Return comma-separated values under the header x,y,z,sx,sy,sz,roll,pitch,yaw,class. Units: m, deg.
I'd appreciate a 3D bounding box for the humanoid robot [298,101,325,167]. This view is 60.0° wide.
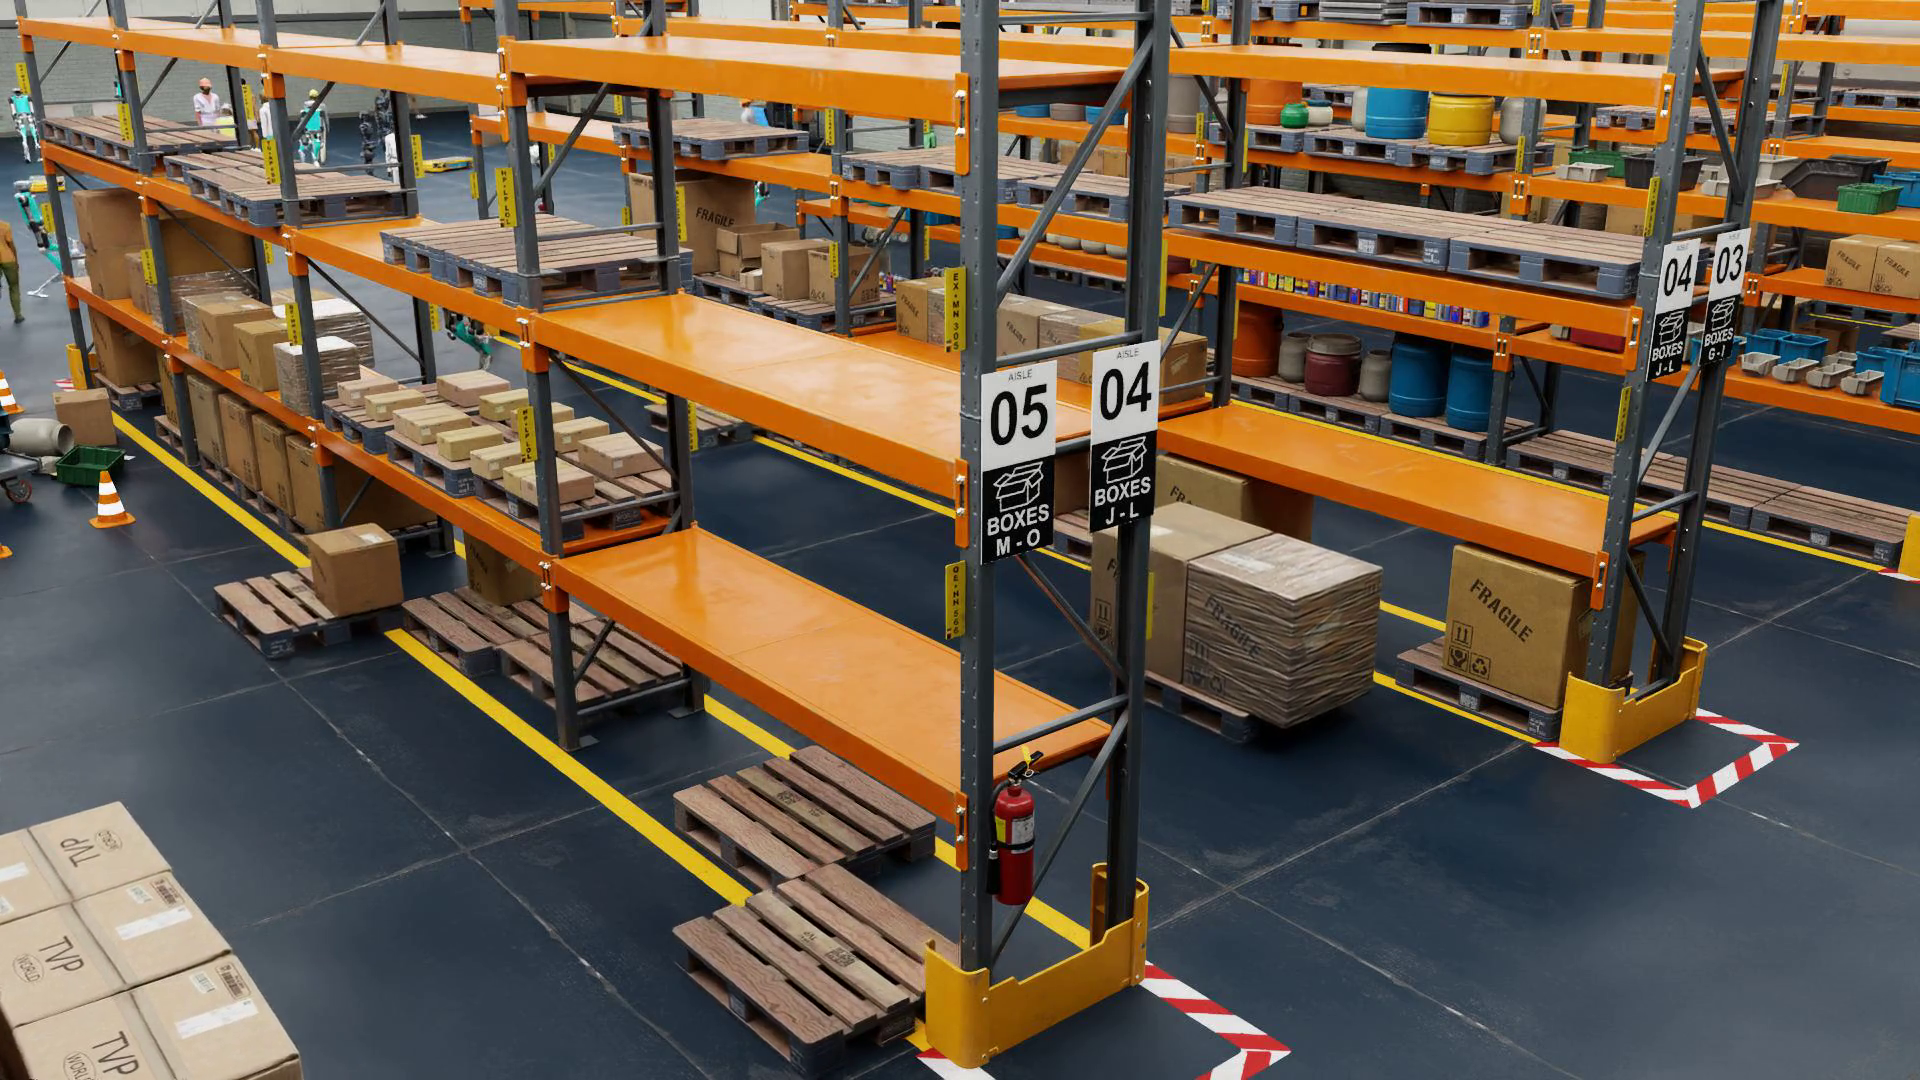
x,y,z,sx,sy,sz,roll,pitch,yaw,class
-14.591,-8.930,37.216,1.007,1.771,0.532,15,24,36,humanoid robot

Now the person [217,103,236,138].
x,y,z,sx,sy,sz,roll,pitch,yaw,class
-15.179,-8.193,34.857,0.516,1.860,0.871,2,19,5,person

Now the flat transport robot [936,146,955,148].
x,y,z,sx,sy,sz,roll,pitch,yaw,class
-0.391,-7.427,35.074,0.659,0.231,1.431,-8,21,-22,flat transport robot

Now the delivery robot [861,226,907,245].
x,y,z,sx,sy,sz,roll,pitch,yaw,class
-1.304,-5.417,28.948,0.816,0.612,0.499,-16,25,-38,delivery robot

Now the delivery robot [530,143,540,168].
x,y,z,sx,sy,sz,roll,pitch,yaw,class
-10.064,-9.150,39.545,0.499,0.594,0.778,7,21,20,delivery robot

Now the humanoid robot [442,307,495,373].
x,y,z,sx,sy,sz,roll,pitch,yaw,class
-5.397,-2.409,18.571,0.598,1.773,0.866,10,22,26,humanoid robot

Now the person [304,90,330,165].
x,y,z,sx,sy,sz,roll,pitch,yaw,class
-15.453,-9.934,40.000,0.550,1.718,0.888,-8,21,-21,person

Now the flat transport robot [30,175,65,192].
x,y,z,sx,sy,sz,roll,pitch,yaw,class
-19.643,-7.682,35.798,0.659,0.231,1.431,-10,22,-26,flat transport robot

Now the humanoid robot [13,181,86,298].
x,y,z,sx,sy,sz,roll,pitch,yaw,class
-13.090,-4.349,24.129,0.984,1.728,0.557,-8,21,-21,humanoid robot

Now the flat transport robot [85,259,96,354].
x,y,z,sx,sy,sz,roll,pitch,yaw,class
-9.937,-2.330,20.566,1.431,0.231,0.659,-12,22,-30,flat transport robot

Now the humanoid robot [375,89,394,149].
x,y,z,sx,sy,sz,roll,pitch,yaw,class
-14.649,-10.802,42.554,0.613,1.641,0.388,-3,20,-8,humanoid robot

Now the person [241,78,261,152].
x,y,z,sx,sy,sz,roll,pitch,yaw,class
-18.078,-10.769,42.217,0.794,1.842,0.413,7,21,20,person

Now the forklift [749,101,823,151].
x,y,z,sx,sy,sz,roll,pitch,yaw,class
-4.526,-11.368,42.374,1.129,2.768,1.873,-15,24,-37,forklift

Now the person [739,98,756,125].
x,y,z,sx,sy,sz,roll,pitch,yaw,class
-4.671,-8.867,36.741,0.433,1.879,0.580,4,20,12,person

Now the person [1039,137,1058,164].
x,y,z,sx,sy,sz,roll,pitch,yaw,class
1.653,-6.875,31.281,0.407,1.740,0.670,-7,20,-18,person

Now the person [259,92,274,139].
x,y,z,sx,sy,sz,roll,pitch,yaw,class
-15.483,-9.098,37.382,0.373,1.904,0.504,4,20,11,person

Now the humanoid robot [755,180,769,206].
x,y,z,sx,sy,sz,roll,pitch,yaw,class
-3.634,-6.118,29.017,0.757,1.703,0.530,-15,25,-37,humanoid robot

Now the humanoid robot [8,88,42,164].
x,y,z,sx,sy,sz,roll,pitch,yaw,class
-22.521,-9.927,40.062,0.580,1.825,0.897,-8,21,-22,humanoid robot

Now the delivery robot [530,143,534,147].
x,y,z,sx,sy,sz,roll,pitch,yaw,class
-11.082,-10.512,43.414,0.499,0.589,0.782,-12,23,-31,delivery robot

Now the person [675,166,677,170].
x,y,z,sx,sy,sz,roll,pitch,yaw,class
-5.017,-6.027,28.554,0.383,1.957,0.601,8,21,21,person

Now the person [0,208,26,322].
x,y,z,sx,sy,sz,roll,pitch,yaw,class
-12.960,-3.744,22.441,0.439,1.698,0.573,-5,20,-14,person

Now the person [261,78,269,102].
x,y,z,sx,sy,sz,roll,pitch,yaw,class
-18.559,-11.567,44.701,0.318,1.696,0.535,-11,22,-27,person

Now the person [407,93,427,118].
x,y,z,sx,sy,sz,roll,pitch,yaw,class
-16.947,-13.843,50.978,0.512,1.833,0.952,18,26,41,person

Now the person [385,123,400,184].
x,y,z,sx,sy,sz,roll,pitch,yaw,class
-10.562,-7.022,31.486,0.574,1.884,0.356,-1,19,-2,person

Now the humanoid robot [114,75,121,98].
x,y,z,sx,sy,sz,roll,pitch,yaw,class
-22.535,-11.577,44.715,0.544,1.794,0.854,4,20,10,humanoid robot

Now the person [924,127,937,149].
x,y,z,sx,sy,sz,roll,pitch,yaw,class
-0.638,-7.529,33.163,0.477,1.734,0.315,15,24,37,person

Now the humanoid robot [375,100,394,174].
x,y,z,sx,sy,sz,roll,pitch,yaw,class
-13.130,-9.227,38.096,0.422,1.639,0.616,5,20,13,humanoid robot

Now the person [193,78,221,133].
x,y,z,sx,sy,sz,roll,pitch,yaw,class
-17.786,-9.904,39.448,0.366,2.048,0.606,15,24,37,person

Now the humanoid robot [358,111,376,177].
x,y,z,sx,sy,sz,roll,pitch,yaw,class
-12.620,-8.293,35.415,0.387,1.652,0.603,-2,19,-6,humanoid robot

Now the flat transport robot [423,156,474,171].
x,y,z,sx,sy,sz,roll,pitch,yaw,class
-11.995,-8.828,39.061,0.659,0.231,1.431,11,22,28,flat transport robot
